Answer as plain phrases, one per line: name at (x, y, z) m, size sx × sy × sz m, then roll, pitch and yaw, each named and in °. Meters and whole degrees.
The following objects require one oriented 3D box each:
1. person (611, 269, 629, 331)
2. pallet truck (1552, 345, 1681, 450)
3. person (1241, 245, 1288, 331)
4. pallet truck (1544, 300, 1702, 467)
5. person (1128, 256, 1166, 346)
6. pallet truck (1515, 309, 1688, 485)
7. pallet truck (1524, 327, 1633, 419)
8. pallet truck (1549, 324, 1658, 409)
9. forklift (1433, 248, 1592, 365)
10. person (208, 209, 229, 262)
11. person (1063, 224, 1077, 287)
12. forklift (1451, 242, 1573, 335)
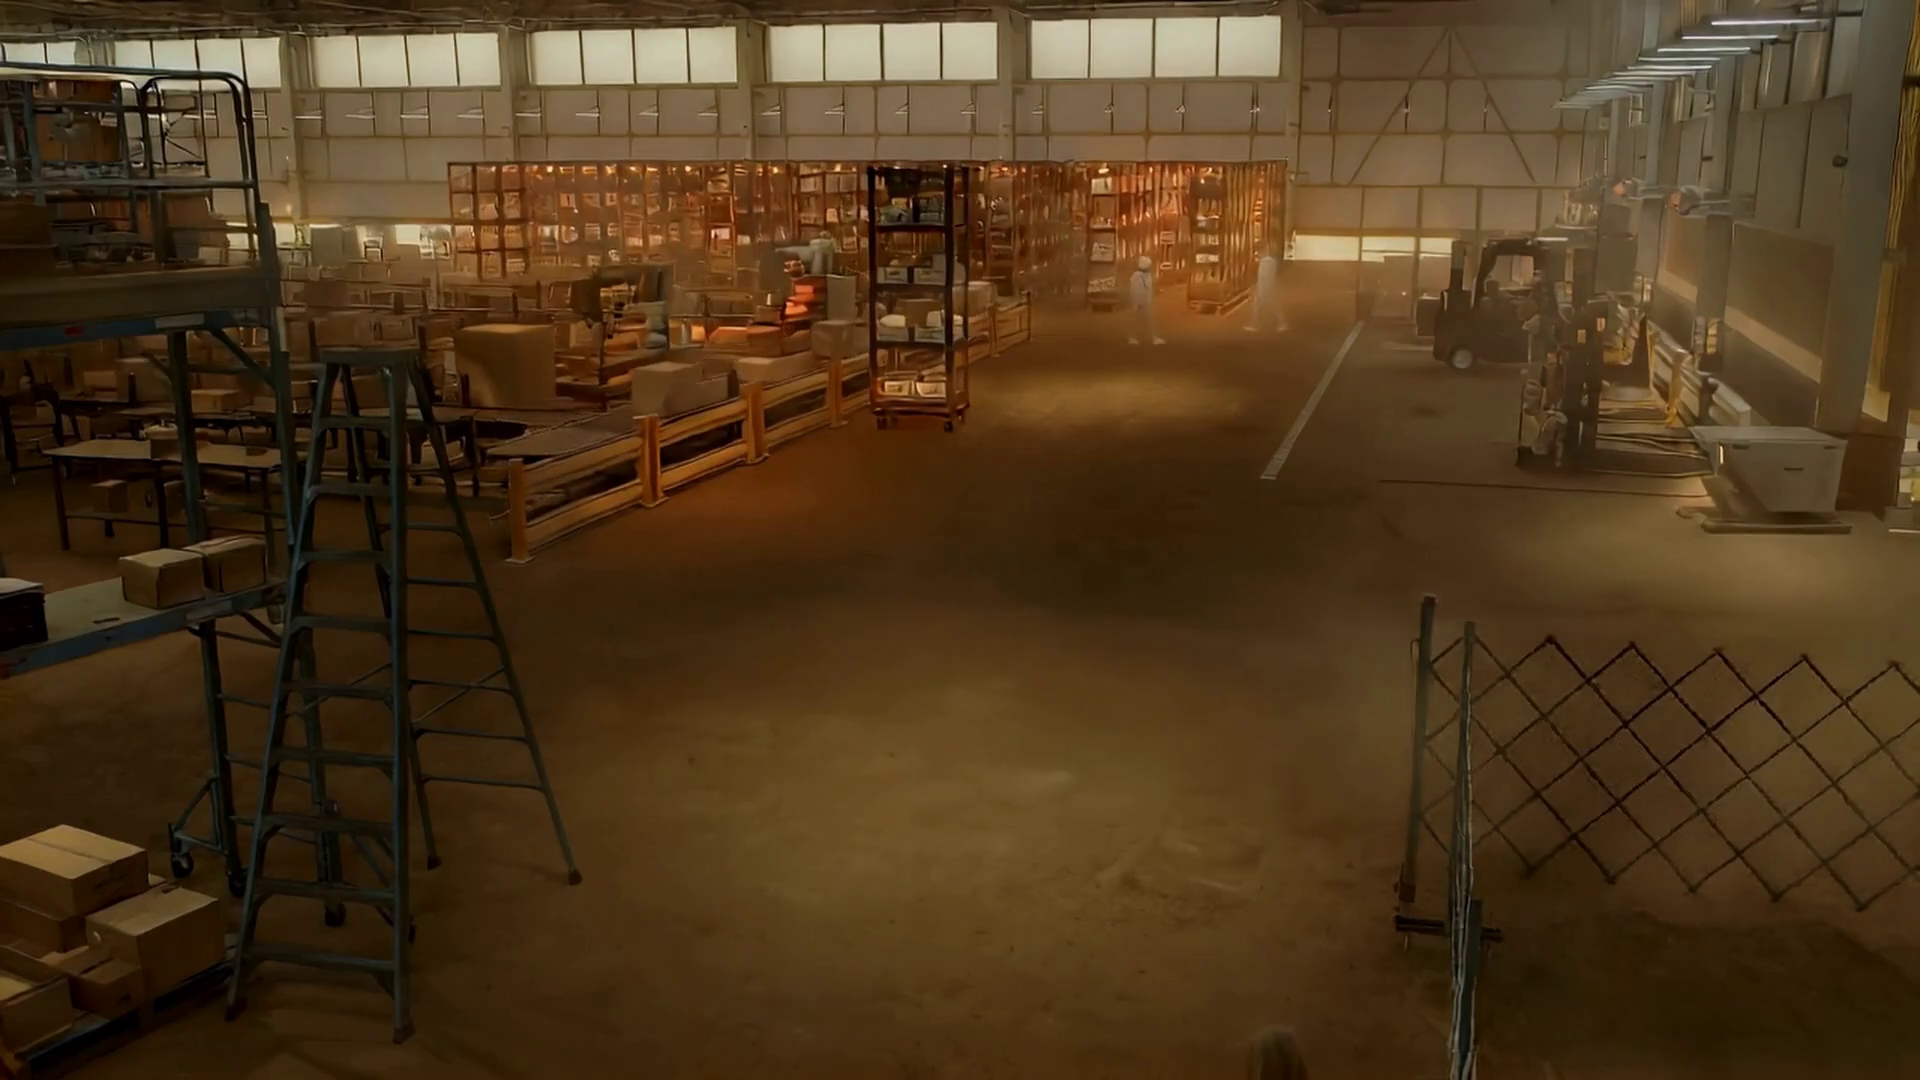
person at (-6.186, -4.082, 30.359) m, size 0.345 × 1.759 × 0.527 m, roll -11°, pitch 17°, yaw -39°
pallet truck at (8.641, -1.896, 21.908) m, size 1.630 × 1.274 × 0.653 m, roll 4°, pitch 14°, yaw 16°
person at (6.661, -5.454, 36.060) m, size 0.974 × 1.864 × 0.641 m, roll 9°, pitch 16°, yaw 35°
pallet truck at (8.263, -1.952, 20.631) m, size 1.885 × 1.965 × 0.823 m, roll 5°, pitch 14°, yaw 20°
person at (3.698, -4.754, 33.189) m, size 0.626 × 1.782 × 0.917 m, roll -11°, pitch 17°, yaw -40°
pallet truck at (7.554, -1.677, 19.446) m, size 1.885 × 1.965 × 0.823 m, roll 3°, pitch 13°, yaw 14°
pallet truck at (9.065, -2.460, 24.370) m, size 1.522 × 1.261 × 0.704 m, roll 3°, pitch 13°, yaw 14°
pallet truck at (9.824, -2.669, 25.407) m, size 1.601 × 1.201 × 0.680 m, roll 4°, pitch 14°, yaw 16°
forklift at (9.780, -4.111, 29.280) m, size 2.680 × 1.987 × 1.157 m, roll 3°, pitch 13°, yaw 14°
person at (-25.012, -10.154, 56.097) m, size 0.621 × 1.977 × 0.534 m, roll -2°, pitch 13°, yaw -10°
person at (3.128, -8.231, 48.134) m, size 0.439 × 1.825 × 0.570 m, roll 5°, pitch 14°, yaw 22°
forklift at (10.464, -4.597, 31.405) m, size 2.680 × 1.987 × 1.157 m, roll 4°, pitch 14°, yaw 16°
